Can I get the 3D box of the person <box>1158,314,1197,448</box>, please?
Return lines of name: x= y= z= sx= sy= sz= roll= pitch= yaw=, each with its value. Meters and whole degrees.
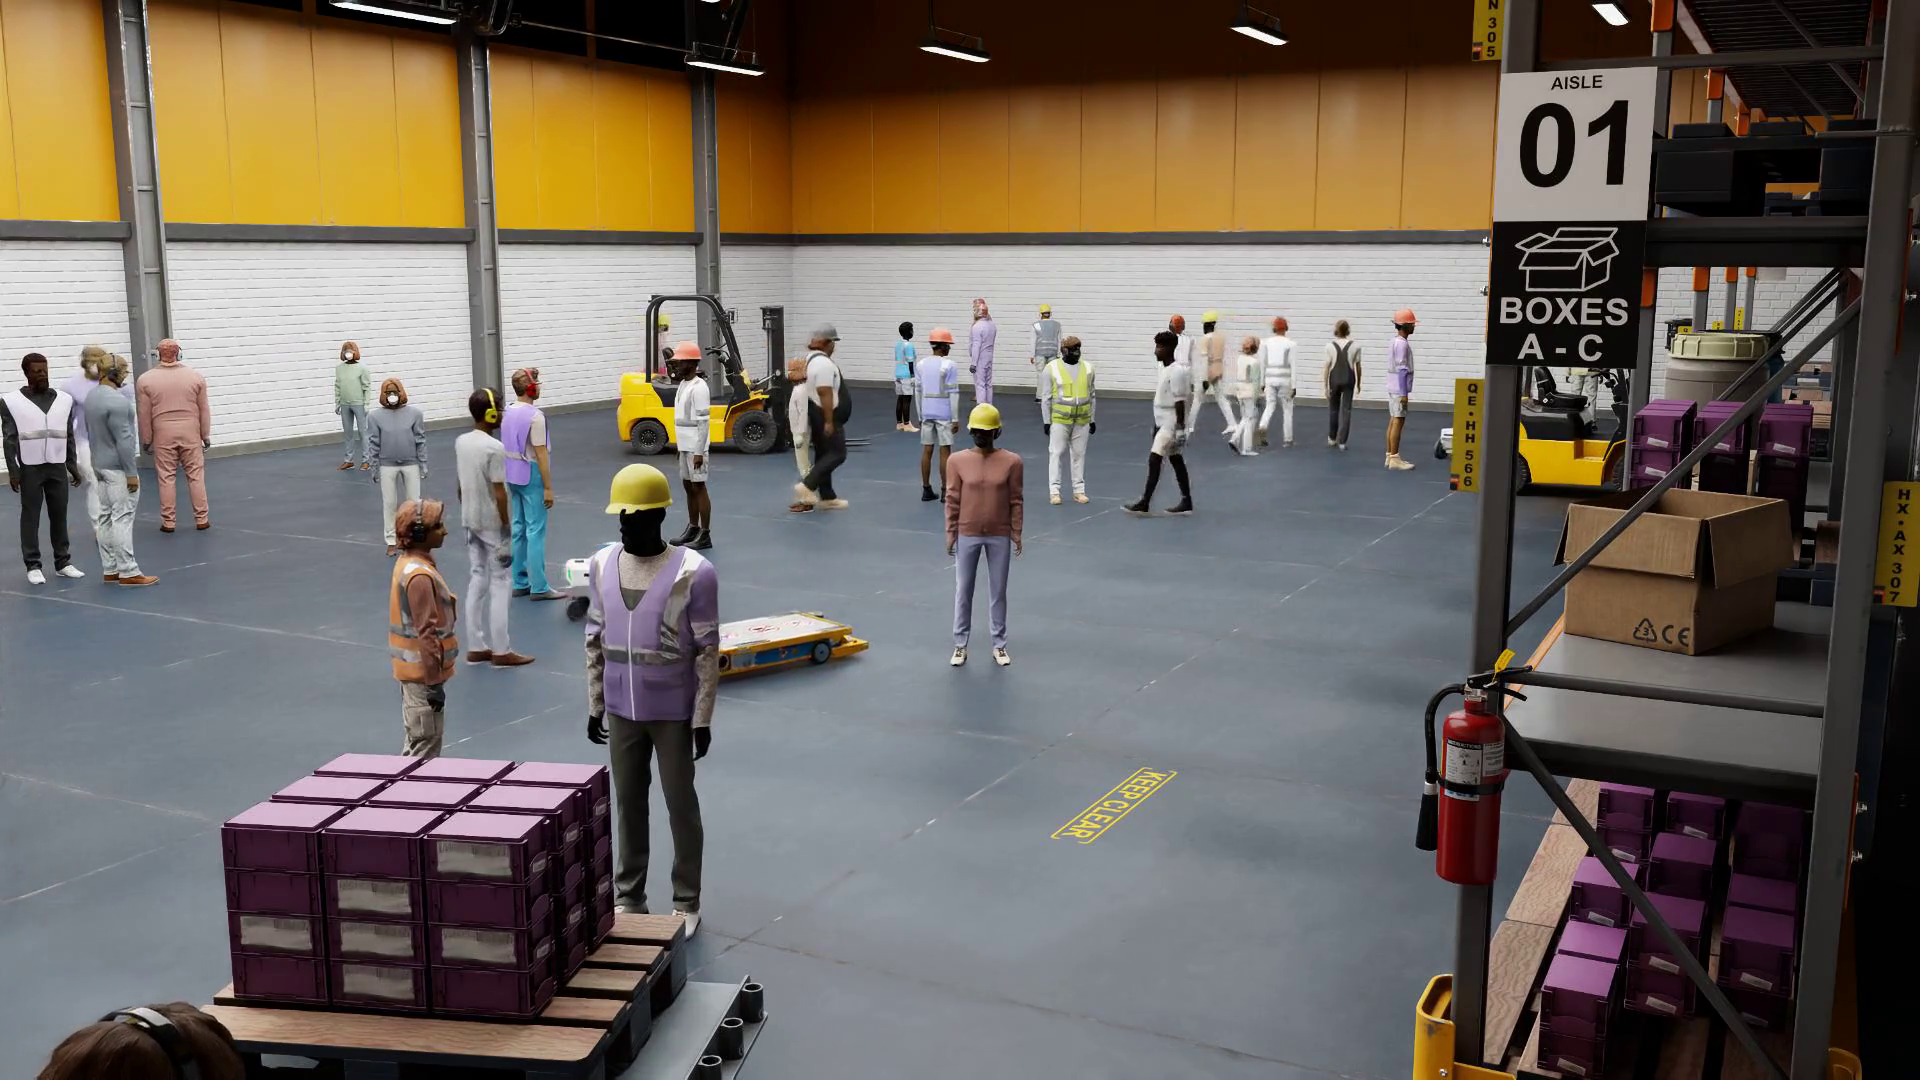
person: x=3.047 y=-2.225 z=23.411 sx=0.574 sy=1.885 sz=0.356 roll=-3 pitch=10 yaw=-16

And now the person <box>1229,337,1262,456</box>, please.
person: x=3.913 y=-1.934 z=22.474 sx=0.372 sy=1.620 sz=0.533 roll=-4 pitch=11 yaw=-24

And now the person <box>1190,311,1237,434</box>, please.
person: x=3.818 y=-2.542 z=25.312 sx=0.597 sy=1.874 sz=1.027 roll=-9 pitch=13 yaw=-42

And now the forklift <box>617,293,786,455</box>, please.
forklift: x=-3.588 y=-2.317 z=23.042 sx=2.313 sy=2.155 sz=1.214 roll=-1 pitch=10 yaw=-5

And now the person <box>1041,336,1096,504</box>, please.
person: x=1.206 y=-1.311 z=18.235 sx=0.634 sy=1.842 sz=0.429 roll=-3 pitch=10 yaw=-17

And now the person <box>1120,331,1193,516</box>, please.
person: x=2.050 y=-1.203 z=17.329 sx=0.898 sy=1.931 sz=0.636 roll=0 pitch=10 yaw=-1

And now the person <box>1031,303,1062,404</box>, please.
person: x=1.563 y=-3.402 z=30.369 sx=0.590 sy=1.835 sz=0.404 roll=-2 pitch=10 yaw=-14

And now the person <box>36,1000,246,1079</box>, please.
person: x=-0.979 y=1.469 z=2.146 sx=0.624 sy=1.844 sz=0.430 roll=3 pitch=10 yaw=19

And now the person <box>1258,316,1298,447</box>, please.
person: x=4.459 y=-2.211 z=23.397 sx=0.593 sy=1.866 sz=0.750 roll=6 pitch=11 yaw=31

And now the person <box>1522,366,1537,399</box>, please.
person: x=7.319 y=-1.998 z=22.092 sx=0.639 sy=1.898 sz=0.994 roll=7 pitch=12 yaw=34

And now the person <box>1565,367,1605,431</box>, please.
person: x=9.661 y=-2.591 z=25.705 sx=0.588 sy=1.823 sz=0.403 roll=5 pitch=11 yaw=29

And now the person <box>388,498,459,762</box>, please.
person: x=-2.449 y=0.623 z=7.626 sx=0.307 sy=1.639 sz=0.525 roll=-4 pitch=11 yaw=-24

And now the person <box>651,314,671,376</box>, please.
person: x=-5.064 y=-2.884 z=27.645 sx=0.614 sy=1.744 sz=0.530 roll=1 pitch=10 yaw=7

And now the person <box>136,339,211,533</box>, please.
person: x=-7.729 y=-1.025 z=16.399 sx=0.643 sy=1.909 sz=0.410 roll=-5 pitch=11 yaw=-29

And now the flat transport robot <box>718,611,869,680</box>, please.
flat transport robot: x=-1.373 y=0.702 z=11.130 sx=1.431 sy=0.197 sz=0.652 roll=-8 pitch=13 yaw=-40

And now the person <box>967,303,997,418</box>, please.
person: x=0.343 y=-2.974 z=27.668 sx=0.409 sy=1.913 sz=0.645 roll=5 pitch=11 yaw=28

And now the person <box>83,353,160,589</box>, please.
person: x=-6.934 y=-0.569 z=13.679 sx=0.628 sy=1.935 sz=0.373 roll=8 pitch=13 yaw=39

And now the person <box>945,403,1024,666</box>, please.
person: x=0.165 y=-0.032 z=11.061 sx=0.526 sy=1.765 sz=0.330 roll=0 pitch=10 yaw=-2

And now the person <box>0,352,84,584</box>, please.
person: x=-7.690 y=-0.608 z=13.941 sx=0.392 sy=1.922 sz=0.592 roll=7 pitch=12 yaw=34

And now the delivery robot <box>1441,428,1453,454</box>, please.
delivery robot: x=6.731 y=-1.385 z=22.118 sx=0.707 sy=0.478 sz=0.477 roll=-7 pitch=12 yaw=-36

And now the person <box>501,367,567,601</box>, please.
person: x=-3.421 y=-0.438 z=13.160 sx=0.565 sy=1.849 sz=0.388 roll=9 pitch=13 yaw=43

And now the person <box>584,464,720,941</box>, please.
person: x=-1.238 y=0.651 z=6.638 sx=0.585 sy=1.927 sz=0.366 roll=3 pitch=10 yaw=19

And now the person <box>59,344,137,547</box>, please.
person: x=-8.125 y=-0.901 z=15.679 sx=0.637 sy=1.916 sz=0.784 roll=-7 pitch=12 yaw=-37

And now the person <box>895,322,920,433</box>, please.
person: x=-0.827 y=-2.496 z=25.517 sx=0.320 sy=1.697 sz=0.532 roll=-5 pitch=11 yaw=-25

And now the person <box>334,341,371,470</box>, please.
person: x=-7.698 y=-1.698 z=21.078 sx=0.497 sy=1.636 sz=0.282 roll=2 pitch=10 yaw=13

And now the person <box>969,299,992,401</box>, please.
person: x=0.374 y=-3.531 z=30.924 sx=0.409 sy=1.903 sz=0.639 roll=2 pitch=10 yaw=13

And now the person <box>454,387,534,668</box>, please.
person: x=-3.143 y=-0.081 z=11.048 sx=0.553 sy=1.868 sz=0.325 roll=8 pitch=12 yaw=38

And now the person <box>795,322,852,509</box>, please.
person: x=-1.458 y=-1.322 z=17.730 sx=0.611 sy=2.000 sz=0.703 roll=-4 pitch=10 yaw=-20

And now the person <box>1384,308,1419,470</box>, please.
person: x=5.612 y=-1.913 z=21.128 sx=0.363 sy=2.048 sz=0.612 roll=1 pitch=10 yaw=6

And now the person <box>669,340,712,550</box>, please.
person: x=-2.501 y=-0.876 z=15.430 sx=0.346 sy=1.942 sz=0.546 roll=-6 pitch=11 yaw=-30

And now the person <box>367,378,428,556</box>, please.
person: x=-5.103 y=-0.662 z=15.116 sx=0.503 sy=1.626 sz=0.280 roll=-4 pitch=10 yaw=-21

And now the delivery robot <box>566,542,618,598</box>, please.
delivery robot: x=-2.619 y=0.258 z=12.608 sx=0.707 sy=0.478 sz=0.477 roll=-1 pitch=10 yaw=-8

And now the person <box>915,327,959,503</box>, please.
person: x=-0.234 y=-1.379 z=18.369 sx=0.547 sy=1.934 sz=0.376 roll=7 pitch=12 yaw=34

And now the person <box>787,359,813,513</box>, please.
person: x=-1.702 y=-1.108 z=17.666 sx=0.266 sy=1.632 sz=0.509 roll=-1 pitch=10 yaw=-6

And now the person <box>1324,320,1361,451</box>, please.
person: x=5.373 y=-2.179 z=23.397 sx=0.521 sy=1.801 sz=0.890 roll=2 pitch=10 yaw=14

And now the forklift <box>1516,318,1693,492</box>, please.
forklift: x=7.066 y=-1.601 z=18.899 sx=2.313 sy=2.155 sz=1.214 roll=5 pitch=11 yaw=27
